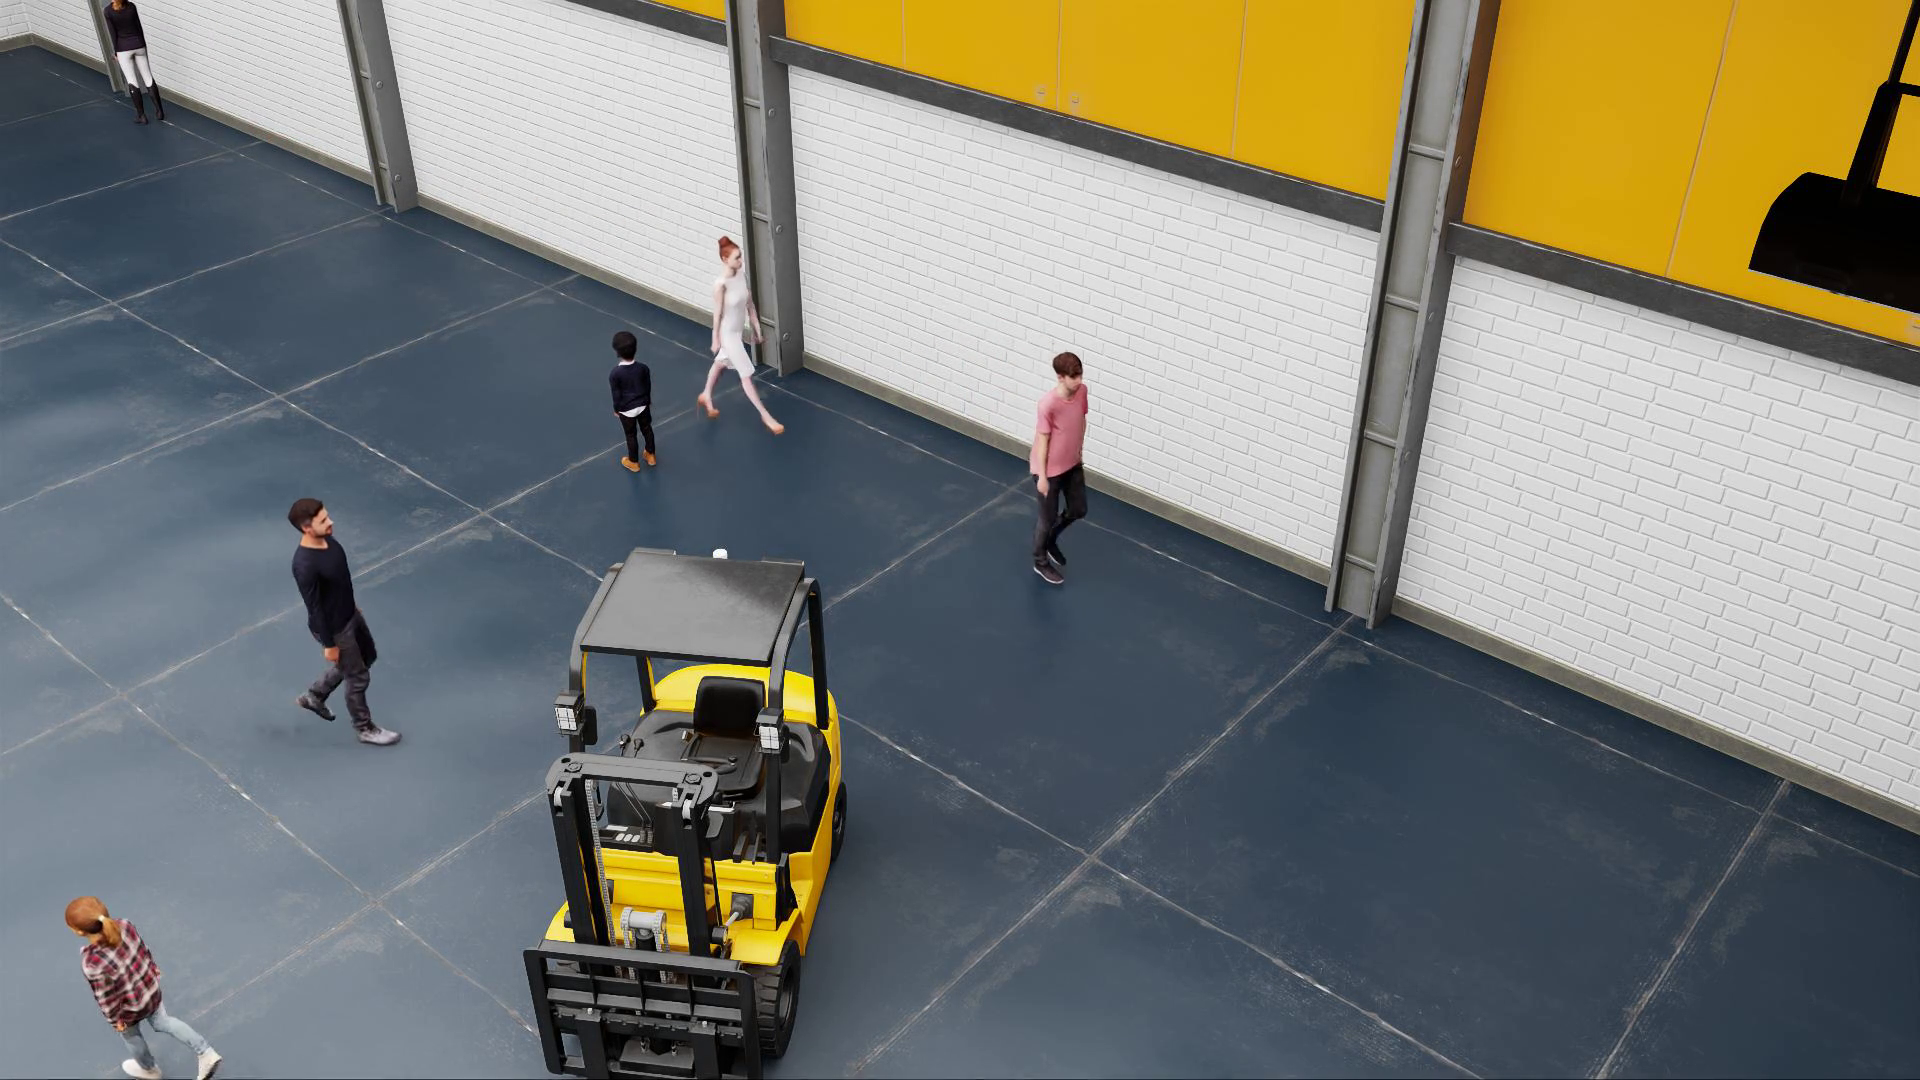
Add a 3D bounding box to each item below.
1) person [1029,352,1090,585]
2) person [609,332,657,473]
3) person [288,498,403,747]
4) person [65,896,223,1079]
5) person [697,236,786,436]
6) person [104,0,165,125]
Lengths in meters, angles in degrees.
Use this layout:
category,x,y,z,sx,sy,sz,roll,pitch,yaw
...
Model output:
category,x,y,z,sx,sy,sz,roll,pitch,yaw
person,0.636,-0.574,12.065,0.692,1.933,0.773,-29,43,-36
person,-2.659,-1.130,13.541,0.548,1.226,0.547,-21,39,-29
person,-4.007,0.532,10.473,1.015,1.853,0.948,-2,34,-3
person,-4.091,2.289,8.346,0.907,1.280,0.742,7,34,11
person,-1.989,-1.698,13.935,1.168,1.734,0.779,14,36,20
person,-10.153,-5.982,20.384,0.561,1.729,0.566,28,43,35
